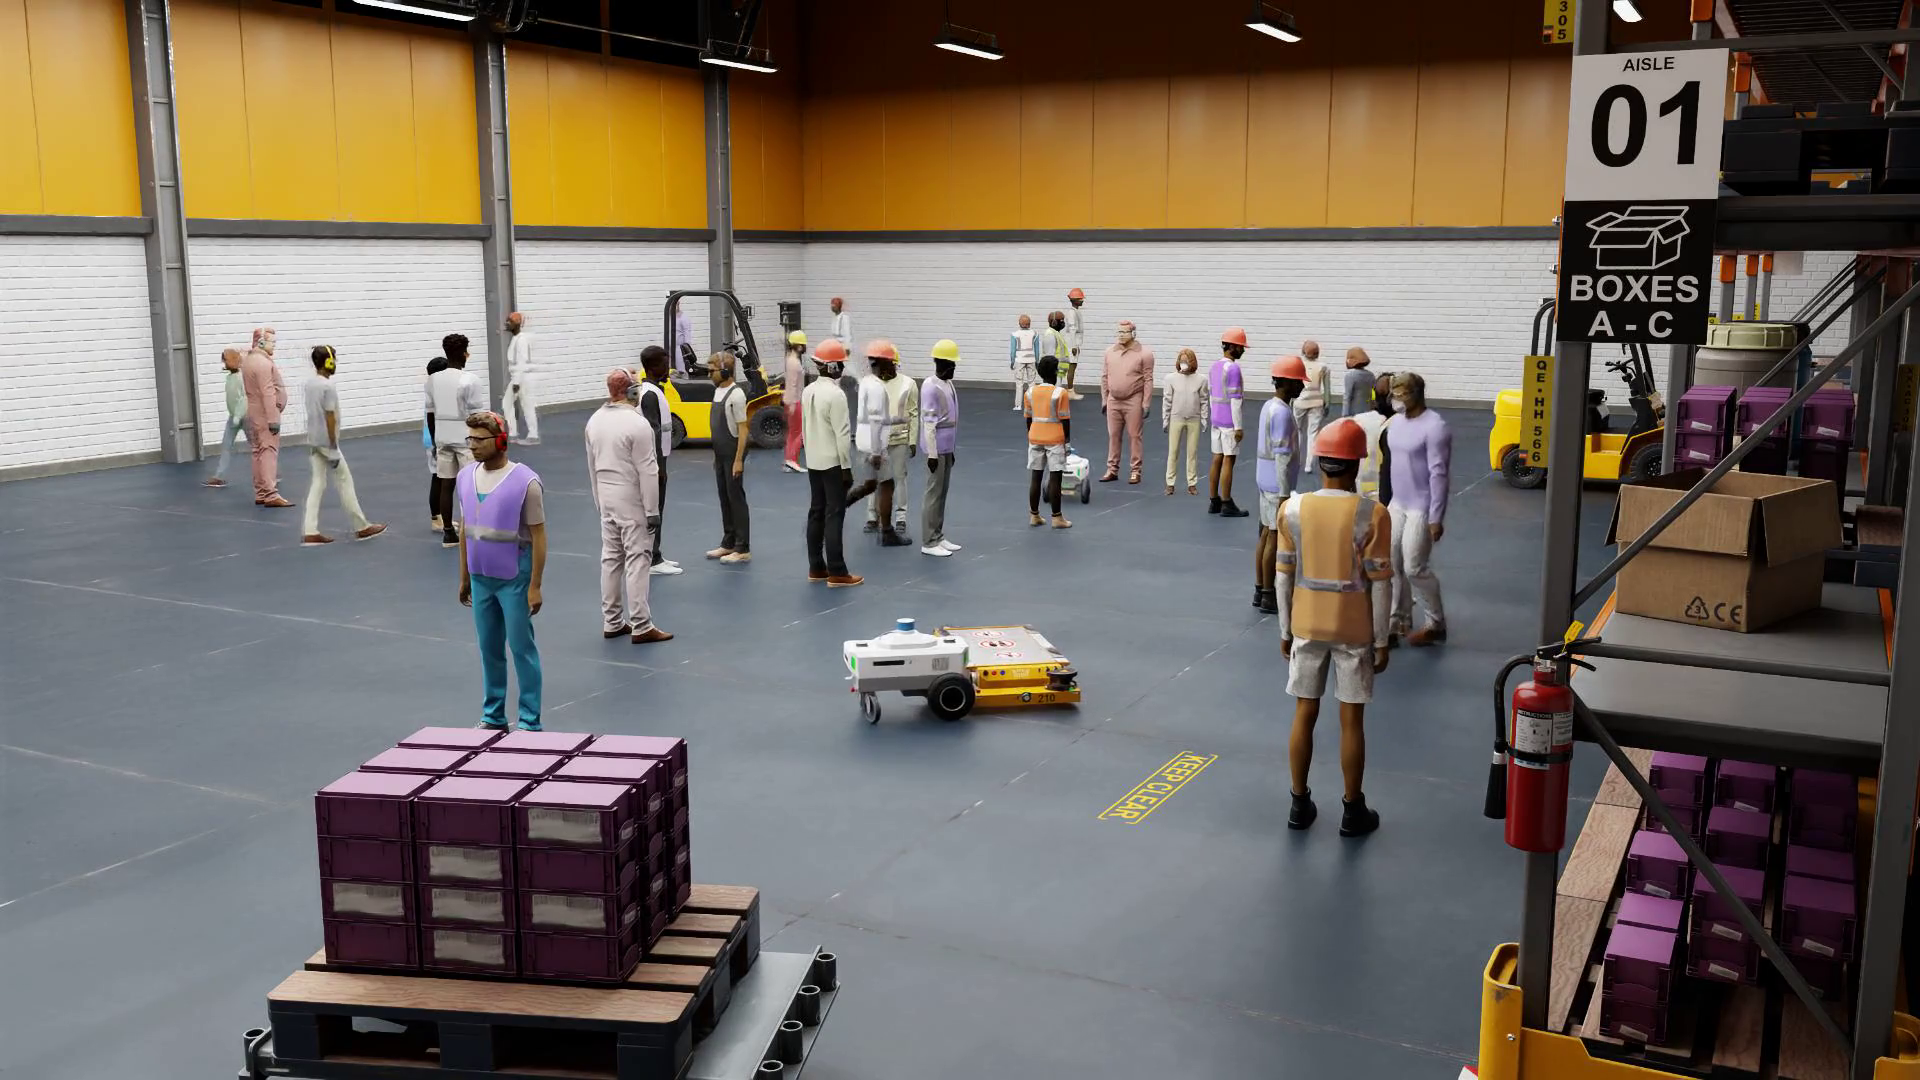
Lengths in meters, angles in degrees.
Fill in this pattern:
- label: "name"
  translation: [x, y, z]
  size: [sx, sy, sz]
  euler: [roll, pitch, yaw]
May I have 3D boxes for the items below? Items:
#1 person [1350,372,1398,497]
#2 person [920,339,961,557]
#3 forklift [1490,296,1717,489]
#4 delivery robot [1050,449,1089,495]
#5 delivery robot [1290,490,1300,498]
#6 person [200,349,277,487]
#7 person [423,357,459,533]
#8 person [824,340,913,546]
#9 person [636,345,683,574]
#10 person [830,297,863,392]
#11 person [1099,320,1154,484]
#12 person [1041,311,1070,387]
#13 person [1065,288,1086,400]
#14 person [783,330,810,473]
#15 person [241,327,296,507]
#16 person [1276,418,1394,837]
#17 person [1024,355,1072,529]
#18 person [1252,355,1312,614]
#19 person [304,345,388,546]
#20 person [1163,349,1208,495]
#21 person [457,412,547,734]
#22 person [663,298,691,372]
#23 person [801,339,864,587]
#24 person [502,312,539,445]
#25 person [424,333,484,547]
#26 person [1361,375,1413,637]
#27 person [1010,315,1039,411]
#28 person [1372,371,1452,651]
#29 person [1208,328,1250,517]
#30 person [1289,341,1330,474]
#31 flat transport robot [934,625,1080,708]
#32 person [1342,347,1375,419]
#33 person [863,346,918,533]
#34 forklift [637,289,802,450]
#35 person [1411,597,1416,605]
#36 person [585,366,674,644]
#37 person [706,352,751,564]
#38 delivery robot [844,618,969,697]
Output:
- label: "person"
  translation: [2.952, -0.278, 11.946]
  size: [0.639, 1.845, 0.531]
  euler: [-9, 13, -42]
- label: "person"
  translation: [-0.159, -0.824, 14.836]
  size: [0.376, 1.922, 0.594]
  euler: [3, 10, 15]
- label: "forklift"
  translation: [7.296, -1.677, 18.993]
  size: [2.313, 2.155, 1.214]
  euler: [5, 11, 27]
- label: "delivery robot"
  translation: [1.193, -0.748, 18.084]
  size: [0.477, 0.478, 0.707]
  euler: [2, 10, 12]
- label: "delivery robot"
  translation: [3.021, -0.282, 15.386]
  size: [0.477, 0.478, 0.707]
  euler: [2, 10, 10]
- label: "person"
  translation: [-8.333, -1.410, 19.195]
  size: [0.514, 1.583, 0.855]
  euler: [8, 13, 41]
- label: "person"
  translation: [-5.009, -0.920, 16.044]
  size: [0.317, 1.696, 0.540]
  euler: [-2, 10, -14]
- label: "person"
  translation: [-0.880, -0.877, 15.227]
  size: [0.791, 1.907, 0.573]
  euler: [-2, 10, -13]
- label: "person"
  translation: [-2.574, -0.673, 13.978]
  size: [0.388, 1.921, 0.594]
  euler: [-3, 10, -14]
- label: "person"
  translation: [-2.179, -3.679, 31.570]
  size: [0.693, 1.863, 0.596]
  euler: [-8, 12, -38]
- label: "person"
  translation: [1.926, -1.608, 19.425]
  size: [0.637, 1.910, 0.403]
  euler: [6, 11, 31]
- label: "person"
  translation: [1.394, -2.415, 24.287]
  size: [0.430, 1.845, 0.619]
  euler: [2, 10, 9]
- label: "person"
  translation: [2.120, -3.589, 30.502]
  size: [0.375, 2.044, 0.605]
  euler: [1, 10, 7]
- label: "person"
  translation: [-1.978, -1.672, 20.260]
  size: [0.379, 1.753, 0.525]
  euler: [-1, 10, -7]
- label: "person"
  translation: [-7.346, -1.298, 17.656]
  size: [0.406, 1.902, 0.637]
  euler: [-7, 12, -37]
- label: "person"
  translation: [1.728, 0.404, 7.688]
  size: [0.543, 1.938, 0.357]
  euler: [5, 11, 28]
- label: "person"
  translation: [0.866, -0.954, 16.243]
  size: [0.533, 1.699, 0.318]
  euler: [7, 12, 37]
- label: "person"
  translation: [2.411, -0.416, 12.442]
  size: [0.376, 1.932, 0.551]
  euler: [0, 10, 1]
- label: "person"
  translation: [-5.790, -0.879, 15.407]
  size: [0.557, 1.833, 0.796]
  euler: [8, 12, 38]
- label: "person"
  translation: [2.504, -1.309, 18.486]
  size: [0.506, 1.632, 0.283]
  euler: [0, 10, 1]
- label: "person"
  translation: [-2.483, 0.215, 9.050]
  size: [0.572, 1.843, 0.373]
  euler: [5, 11, 28]
- label: "person"
  translation: [-5.048, -3.339, 29.458]
  size: [0.652, 1.904, 0.402]
  euler: [9, 13, 41]
- label: "person"
  translation: [-1.051, -0.619, 13.448]
  size: [0.377, 1.995, 0.608]
  euler: [-7, 12, -36]
- label: "person"
  translation: [-6.234, -2.234, 23.176]
  size: [0.719, 1.857, 0.620]
  euler: [-5, 11, -25]
- label: "person"
  translation: [-4.565, -0.899, 15.146]
  size: [0.602, 1.967, 0.370]
  euler: [4, 10, 21]
- label: "person"
  translation: [3.045, -0.244, 11.750]
  size: [0.430, 1.833, 0.625]
  euler: [4, 10, 21]
- label: "person"
  translation: [1.104, -3.011, 28.321]
  size: [0.515, 1.641, 0.309]
  euler: [-2, 10, -13]
- label: "person"
  translation: [3.023, -0.198, 11.304]
  size: [0.671, 1.900, 0.696]
  euler: [-4, 10, -20]
- label: "person"
  translation: [2.757, -1.202, 17.016]
  size: [0.374, 1.928, 0.542]
  euler: [-3, 10, -17]
- label: "person"
  translation: [4.278, -1.645, 20.480]
  size: [0.545, 1.601, 0.817]
  euler: [1, 10, 6]
- label: "flat transport robot"
  translation: [0.259, 0.763, 10.433]
  size: [0.652, 0.197, 1.431]
  euler: [-2, 10, -11]
- label: "person"
  translation: [4.531, -1.393, 19.024]
  size: [0.539, 1.622, 0.402]
  euler: [-6, 12, -33]
- label: "person"
  translation: [-0.697, -0.970, 15.978]
  size: [0.589, 1.822, 0.403]
  euler: [2, 10, 9]
- label: "forklift"
  translation: [-3.358, -2.392, 23.136]
  size: [2.313, 2.155, 1.214]
  euler: [-1, 10, -5]
- label: "person"
  translation: [3.277, -0.372, 12.668]
  size: [0.527, 1.772, 0.301]
  euler: [5, 11, 27]
- label: "person"
  translation: [-2.281, -0.241, 11.500]
  size: [0.643, 1.913, 0.408]
  euler: [8, 13, 39]
- label: "person"
  translation: [-2.012, -0.708, 14.440]
  size: [0.386, 1.846, 0.522]
  euler: [-6, 11, -30]
- label: "delivery robot"
  translation: [-0.318, 0.701, 9.696]
  size: [0.707, 0.478, 0.477]
  euler: [-2, 10, -10]
